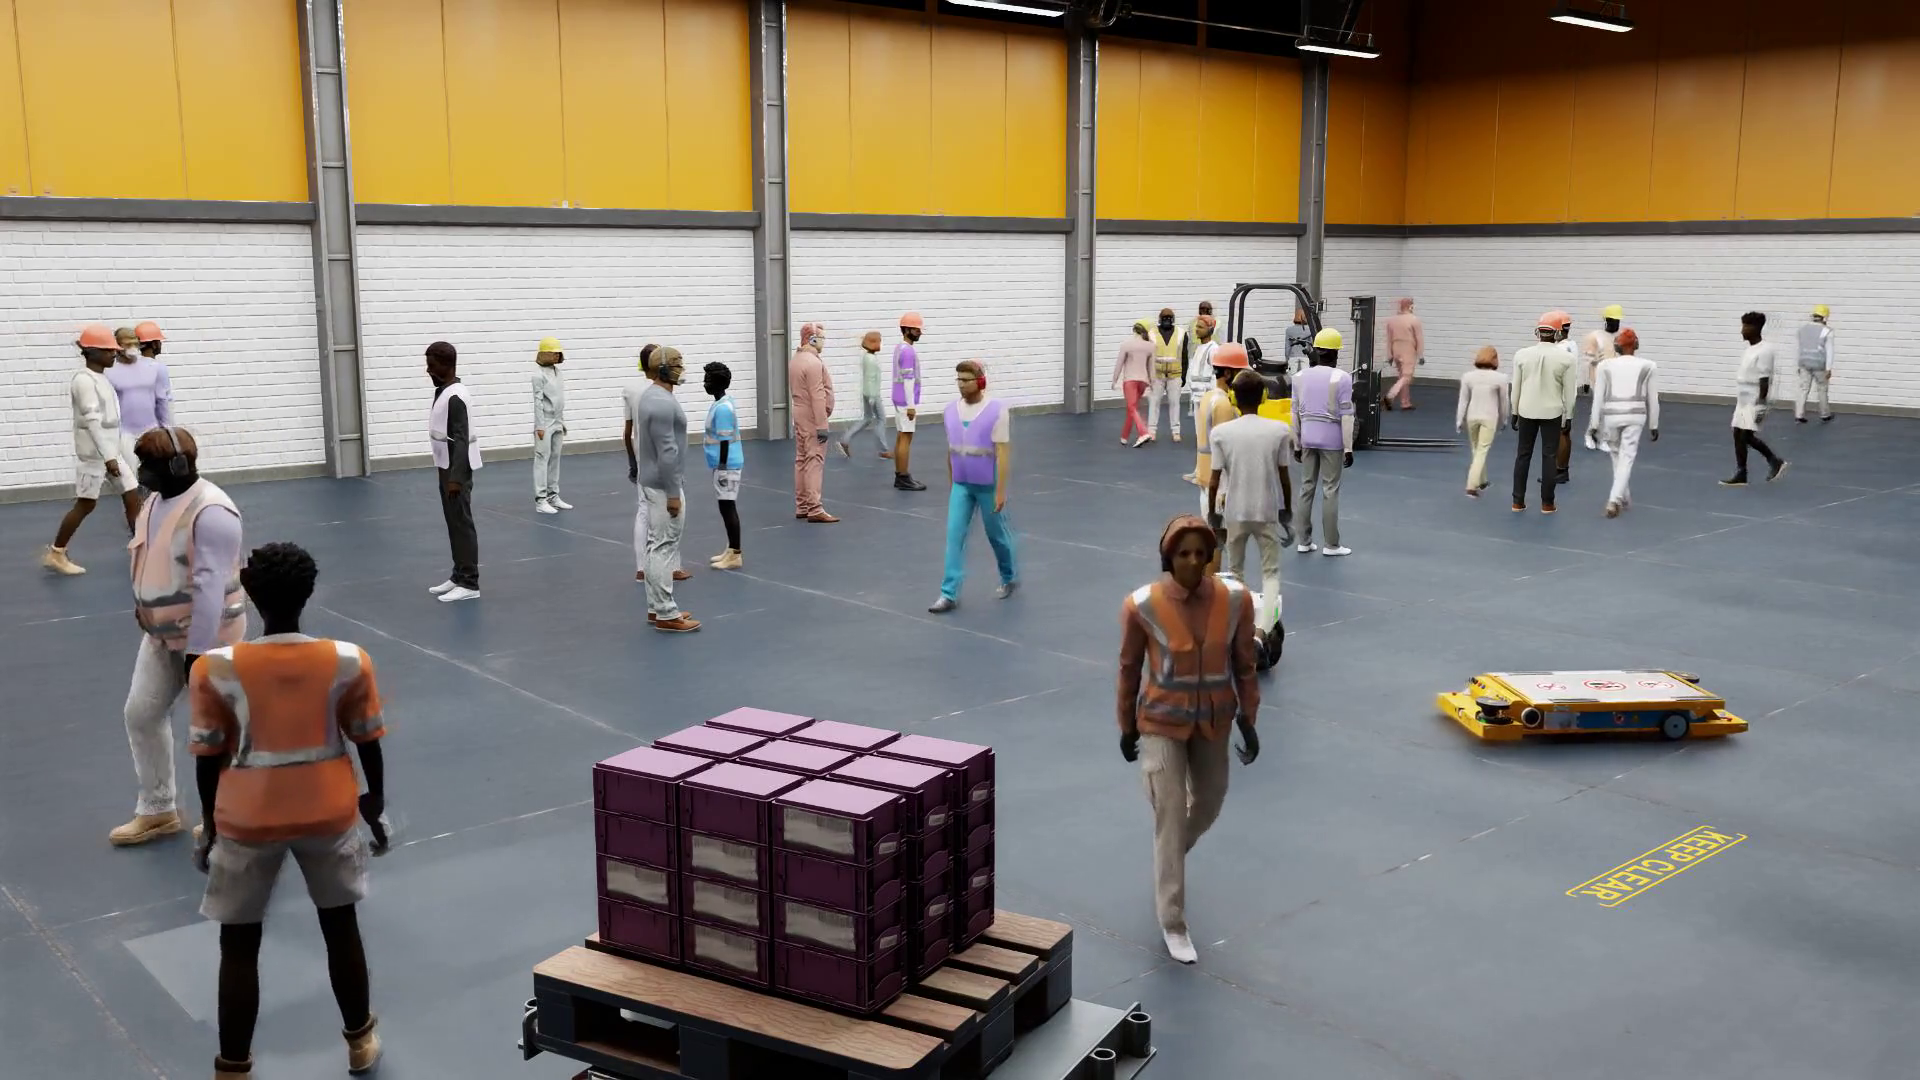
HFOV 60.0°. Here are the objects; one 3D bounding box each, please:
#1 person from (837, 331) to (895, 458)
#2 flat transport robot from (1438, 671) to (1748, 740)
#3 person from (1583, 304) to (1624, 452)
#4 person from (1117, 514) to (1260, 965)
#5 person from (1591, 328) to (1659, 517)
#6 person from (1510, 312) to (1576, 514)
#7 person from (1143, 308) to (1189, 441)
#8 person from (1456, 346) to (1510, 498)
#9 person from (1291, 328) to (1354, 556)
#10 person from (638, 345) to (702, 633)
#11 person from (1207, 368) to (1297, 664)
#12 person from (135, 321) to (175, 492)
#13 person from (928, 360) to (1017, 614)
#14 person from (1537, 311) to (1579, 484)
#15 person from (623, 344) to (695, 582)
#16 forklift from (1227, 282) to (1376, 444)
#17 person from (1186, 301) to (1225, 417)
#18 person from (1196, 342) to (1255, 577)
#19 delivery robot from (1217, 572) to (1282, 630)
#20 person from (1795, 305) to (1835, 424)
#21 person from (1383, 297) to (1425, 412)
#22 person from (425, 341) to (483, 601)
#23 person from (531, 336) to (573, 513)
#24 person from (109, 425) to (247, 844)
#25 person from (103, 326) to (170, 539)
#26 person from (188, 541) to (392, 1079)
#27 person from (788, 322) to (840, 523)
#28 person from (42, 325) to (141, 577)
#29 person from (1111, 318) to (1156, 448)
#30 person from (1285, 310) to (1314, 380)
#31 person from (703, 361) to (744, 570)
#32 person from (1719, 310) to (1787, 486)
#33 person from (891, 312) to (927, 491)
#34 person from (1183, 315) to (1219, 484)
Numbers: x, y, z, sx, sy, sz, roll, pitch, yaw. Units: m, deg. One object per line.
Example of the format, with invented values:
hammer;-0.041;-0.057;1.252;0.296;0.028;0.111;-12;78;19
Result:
person;-1.151;-1.808;20.784;0.711;1.608;0.501;-2;10;-12
flat transport robot;3.395;0.879;8.968;1.431;0.197;0.652;-1;10;-4
person;8.399;-2.089;21.540;0.584;1.913;0.416;-2;10;-12
person;0.818;0.677;6.221;0.509;1.614;0.728;-2;10;-12
person;6.516;-1.150;16.310;0.600;1.834;0.960;5;11;27
person;5.747;-1.246;16.411;0.619;1.989;0.396;6;11;31
person;2.813;-2.258;22.783;0.622;1.835;0.430;0;10;2
person;5.542;-1.254;17.606;0.497;1.584;0.861;8;13;40
person;3.079;-0.825;14.099;0.585;1.928;0.370;9;13;43
person;-1.989;-0.345;11.256;0.370;1.941;0.627;-3;10;-18
person;1.796;-0.128;10.248;0.564;1.851;0.649;2;10;10
person;-7.400;-1.037;15.298;0.545;1.942;0.354;5;11;27
person;0.142;-0.408;12.036;0.589;1.804;0.956;6;12;32
person;6.681;-1.590;18.585;0.381;1.927;0.542;6;12;33
person;-2.368;-0.587;12.971;0.555;1.864;0.479;4;10;20
forklift;4.328;-2.346;22.227;2.313;2.155;1.214;3;10;16
person;3.784;-2.808;25.997;0.654;1.825;0.633;5;11;27
person;1.858;-0.418;11.699;0.377;1.932;0.552;-1;10;-3
delivery robot;1.647;0.446;10.396;0.707;0.478;0.477;2;10;13
person;12.969;-2.640;25.130;0.783;1.788;0.630;-6;12;-33
person;7.227;-3.031;27.183;0.834;1.879;0.642;-6;11;-30
person;-3.744;-0.511;12.304;0.393;1.916;0.591;-5;11;-26
person;-4.050;-1.146;16.515;0.312;1.744;0.487;3;10;17
person;-3.371;0.430;7.090;0.630;1.821;0.698;7;12;34
person;-7.268;-0.917;14.636;0.653;1.926;0.428;-9;13;-42
person;-2.019;0.852;4.992;0.590;1.691;0.368;-6;11;-30
person;-1.398;-1.121;15.899;0.411;1.908;0.643;-4;11;-24
person;-6.825;-0.703;13.208;1.008;2.004;0.618;-1;10;-6
person;2.368;-2.094;22.158;0.583;1.708;0.733;-4;11;-23
person;5.724;-3.056;28.020;0.507;1.633;0.278;3;10;16
person;-1.918;-0.602;13.500;0.321;1.693;0.538;-2;10;-9
person;8.724;-1.537;18.219;0.548;1.941;0.626;0;10;2
person;-0.554;-1.507;18.073;0.375;1.934;0.547;-2;10;-9
person;2.721;-1.563;18.545;0.345;1.883;0.584;-2;10;-9
